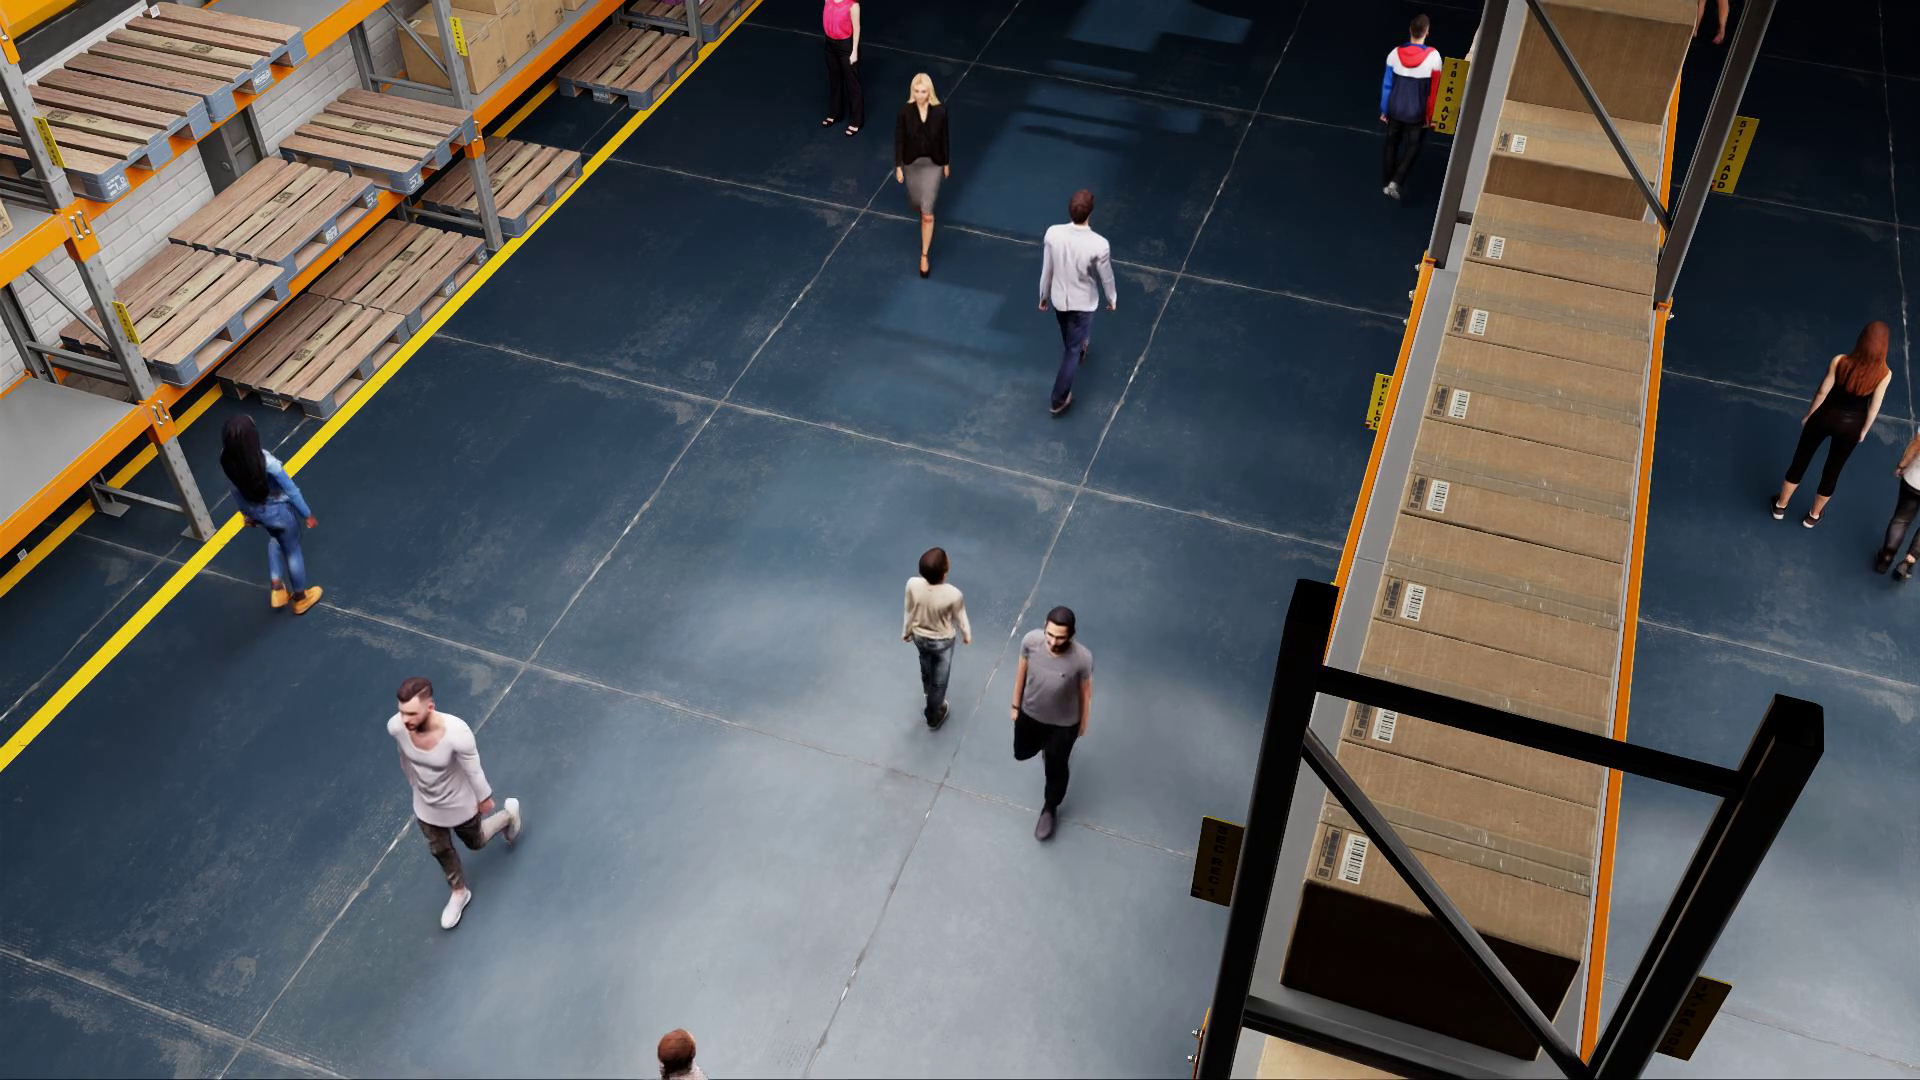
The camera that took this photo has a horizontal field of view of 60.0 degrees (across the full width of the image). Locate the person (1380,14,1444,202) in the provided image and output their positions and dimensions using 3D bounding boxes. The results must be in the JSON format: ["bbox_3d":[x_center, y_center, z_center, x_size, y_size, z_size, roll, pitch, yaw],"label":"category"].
[{"bbox_3d":[3.989,-3.821,14.893,0.667,1.750,0.832,17,46,17],"label":"person"}]

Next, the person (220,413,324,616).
[{"bbox_3d":[-4.601,-0.095,11.017,0.610,1.701,0.637,12,45,13],"label":"person"}]

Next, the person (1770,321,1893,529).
[{"bbox_3d":[6.186,-0.816,11.759,0.605,1.722,0.563,22,48,22],"label":"person"}]

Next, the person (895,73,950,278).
[{"bbox_3d":[-0.312,-3.171,14.160,0.857,1.820,1.135,0,44,0],"label":"person"}]

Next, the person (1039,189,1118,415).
[{"bbox_3d":[0.837,-1.776,12.711,0.782,1.800,1.197,18,47,18],"label":"person"}]

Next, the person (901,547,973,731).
[{"bbox_3d":[-0.192,0.660,10.410,0.576,1.447,0.694,15,46,15],"label":"person"}]

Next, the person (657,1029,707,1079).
[{"bbox_3d":[-1.390,2.843,8.307,0.817,1.185,0.730,-23,48,-22],"label":"person"}]

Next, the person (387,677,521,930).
[{"bbox_3d":[-2.860,1.378,9.385,0.726,1.821,1.056,10,45,11],"label":"person"}]

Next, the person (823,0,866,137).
[{"bbox_3d":[-1.128,-4.676,15.856,0.644,1.660,0.626,30,51,27],"label":"person"}]

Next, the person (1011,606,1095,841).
[{"bbox_3d":[0.557,0.976,9.866,0.669,1.739,0.938,18,46,18],"label":"person"}]

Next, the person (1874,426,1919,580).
[{"bbox_3d":[6.610,-0.380,11.310,0.698,1.711,0.734,24,48,23],"label":"person"}]
